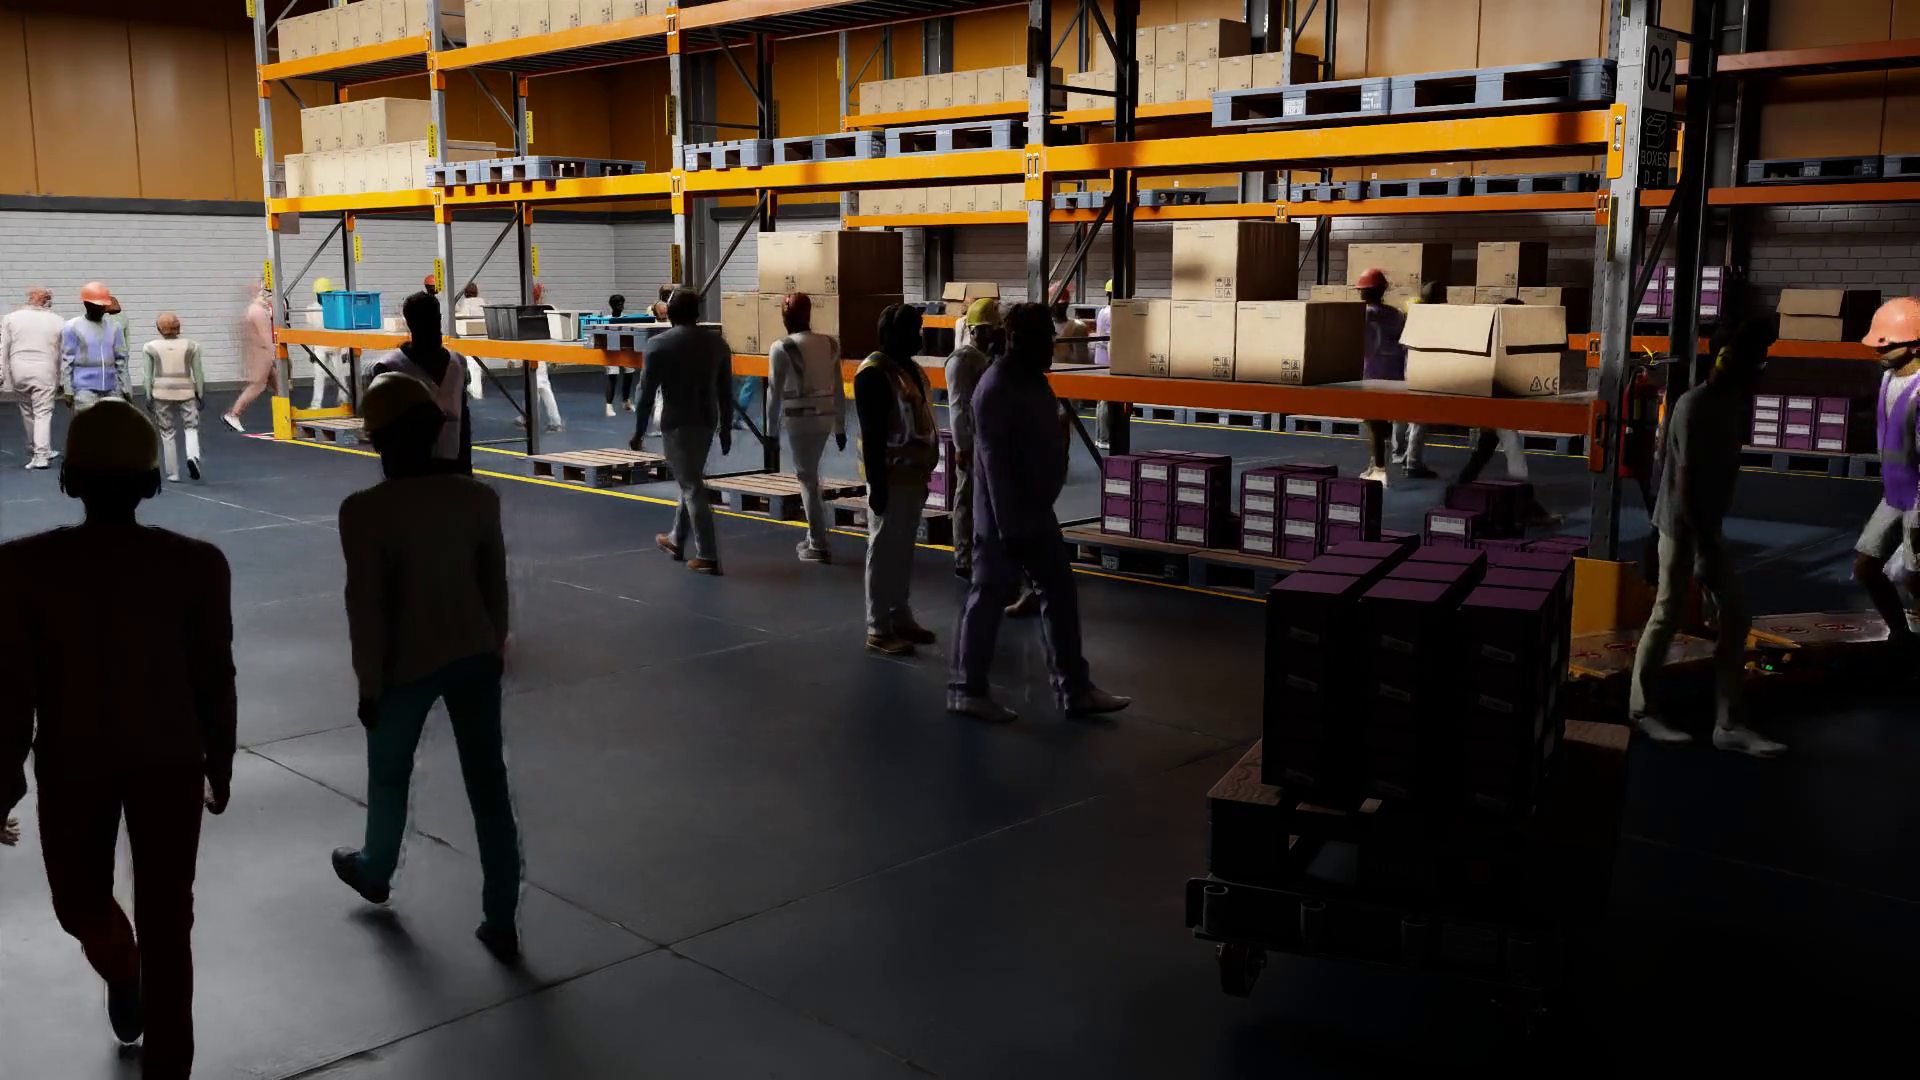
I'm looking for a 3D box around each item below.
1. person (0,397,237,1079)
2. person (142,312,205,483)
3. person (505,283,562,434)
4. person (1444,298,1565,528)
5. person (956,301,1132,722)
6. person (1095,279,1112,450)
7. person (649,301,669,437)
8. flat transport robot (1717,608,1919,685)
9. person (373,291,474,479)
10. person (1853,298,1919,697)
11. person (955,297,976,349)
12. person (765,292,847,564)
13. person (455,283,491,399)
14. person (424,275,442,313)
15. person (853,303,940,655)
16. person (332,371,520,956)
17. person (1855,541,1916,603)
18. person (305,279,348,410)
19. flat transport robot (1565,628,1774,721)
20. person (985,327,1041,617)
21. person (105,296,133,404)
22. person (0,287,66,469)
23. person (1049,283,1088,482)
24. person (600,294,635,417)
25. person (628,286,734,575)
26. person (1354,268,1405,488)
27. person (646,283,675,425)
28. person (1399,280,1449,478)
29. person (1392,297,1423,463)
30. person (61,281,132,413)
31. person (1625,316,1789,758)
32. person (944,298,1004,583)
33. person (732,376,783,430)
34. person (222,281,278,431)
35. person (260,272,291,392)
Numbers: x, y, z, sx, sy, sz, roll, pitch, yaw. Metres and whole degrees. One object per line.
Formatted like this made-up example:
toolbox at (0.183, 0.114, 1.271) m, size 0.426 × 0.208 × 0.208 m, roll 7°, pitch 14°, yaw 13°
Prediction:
person at (-2.000, 0.515, 3.977) m, size 0.525 × 1.739 × 0.798 m, roll -3°, pitch 10°, yaw -20°
person at (-7.381, -1.331, 15.634) m, size 0.531 × 1.624 × 0.457 m, roll -5°, pitch 11°, yaw -28°
person at (-5.292, -2.227, 20.471) m, size 0.951 × 1.842 × 0.594 m, roll 3°, pitch 10°, yaw 16°
person at (4.276, -0.997, 13.094) m, size 0.963 × 1.801 × 0.533 m, roll 5°, pitch 10°, yaw 26°
person at (0.365, -0.100, 7.330) m, size 0.873 × 1.869 × 0.685 m, roll 4°, pitch 10°, yaw 23°
person at (1.706, -1.974, 18.669) m, size 0.383 × 1.923 × 0.590 m, roll 0°, pitch 9°, yaw -1°
person at (-3.575, -2.057, 20.051) m, size 0.310 × 1.638 × 0.523 m, roll 8°, pitch 12°, yaw 41°
flat transport robot at (4.490, 0.526, 8.399) m, size 1.431 × 0.197 × 0.652 m, roll -2°, pitch 10°, yaw -14°
person at (-2.937, -0.411, 9.158) m, size 0.459 × 1.901 × 0.610 m, roll 6°, pitch 11°, yaw 34°
person at (4.433, -0.176, 7.790) m, size 0.603 × 1.887 × 0.580 m, roll 1°, pitch 9°, yaw 4°
person at (0.159, -2.577, 23.283) m, size 0.497 × 1.629 × 0.276 m, roll -4°, pitch 10°, yaw -24°
person at (-1.105, -0.772, 11.481) m, size 0.622 × 1.862 × 0.575 m, roll 9°, pitch 13°, yaw 43°
person at (-7.697, -3.135, 26.186) m, size 0.654 × 1.789 × 0.945 m, roll -7°, pitch 11°, yaw -35°
person at (-8.665, -3.387, 27.337) m, size 0.389 × 1.931 × 0.544 m, roll 4°, pitch 10°, yaw 22°
person at (-0.323, -0.329, 8.839) m, size 0.429 × 1.841 × 0.646 m, roll 3°, pitch 10°, yaw 20°
person at (-1.627, 0.353, 5.034) m, size 0.560 × 1.709 × 0.918 m, roll -9°, pitch 13°, yaw -43°
person at (5.718, -0.509, 10.009) m, size 0.361 × 1.831 × 0.626 m, roll 4°, pitch 10°, yaw 23°
person at (-8.597, -2.587, 22.561) m, size 0.615 × 1.873 × 0.968 m, roll 0°, pitch 9°, yaw 2°
flat transport robot at (3.104, 0.612, 7.874) m, size 1.431 × 0.197 × 0.652 m, roll -5°, pitch 10°, yaw -28°
person at (0.293, -0.401, 9.758) m, size 0.318 × 1.692 × 0.543 m, roll -4°, pitch 10°, yaw -22°
person at (-12.044, -2.651, 23.710) m, size 0.286 × 1.633 × 0.499 m, roll 4°, pitch 10°, yaw 21°
person at (-9.442, -1.658, 17.014) m, size 0.675 × 1.842 × 0.848 m, roll -3°, pitch 10°, yaw -16°
person at (0.968, -1.518, 15.982) m, size 0.555 × 1.906 × 0.931 m, roll 3°, pitch 10°, yaw 15°
person at (-4.717, -2.550, 22.975) m, size 0.482 × 1.674 × 0.728 m, roll 8°, pitch 12°, yaw 40°
person at (-1.896, -0.746, 11.211) m, size 0.649 × 1.890 × 0.975 m, roll -9°, pitch 13°, yaw -43°
person at (3.809, -1.499, 15.438) m, size 0.635 × 2.021 × 0.606 m, roll -7°, pitch 12°, yaw -38°
person at (-3.768, -2.402, 21.557) m, size 0.634 × 1.839 × 0.429 m, roll -1°, pitch 9°, yaw -9°
person at (4.504, -1.529, 15.965) m, size 0.448 × 1.913 × 0.639 m, roll 1°, pitch 9°, yaw 5°
person at (4.675, -1.638, 17.186) m, size 0.412 × 1.726 × 0.513 m, roll 6°, pitch 11°, yaw 32°
person at (-7.909, -1.413, 15.288) m, size 0.472 × 1.912 × 0.583 m, roll 6°, pitch 11°, yaw 31°
person at (3.133, -0.003, 6.871) m, size 0.538 × 1.824 × 0.791 m, roll -8°, pitch 12°, yaw -39°
person at (0.150, -0.644, 10.790) m, size 0.403 × 1.835 × 0.587 m, roll 6°, pitch 11°, yaw 32°
person at (-2.428, -2.259, 20.824) m, size 0.992 × 1.791 × 0.560 m, roll 2°, pitch 9°, yaw 11°
person at (-8.751, -2.286, 20.764) m, size 0.900 × 1.873 × 0.639 m, roll -2°, pitch 10°, yaw -15°
person at (-11.243, -3.452, 27.419) m, size 0.424 × 2.033 × 0.700 m, roll 2°, pitch 9°, yaw 11°
